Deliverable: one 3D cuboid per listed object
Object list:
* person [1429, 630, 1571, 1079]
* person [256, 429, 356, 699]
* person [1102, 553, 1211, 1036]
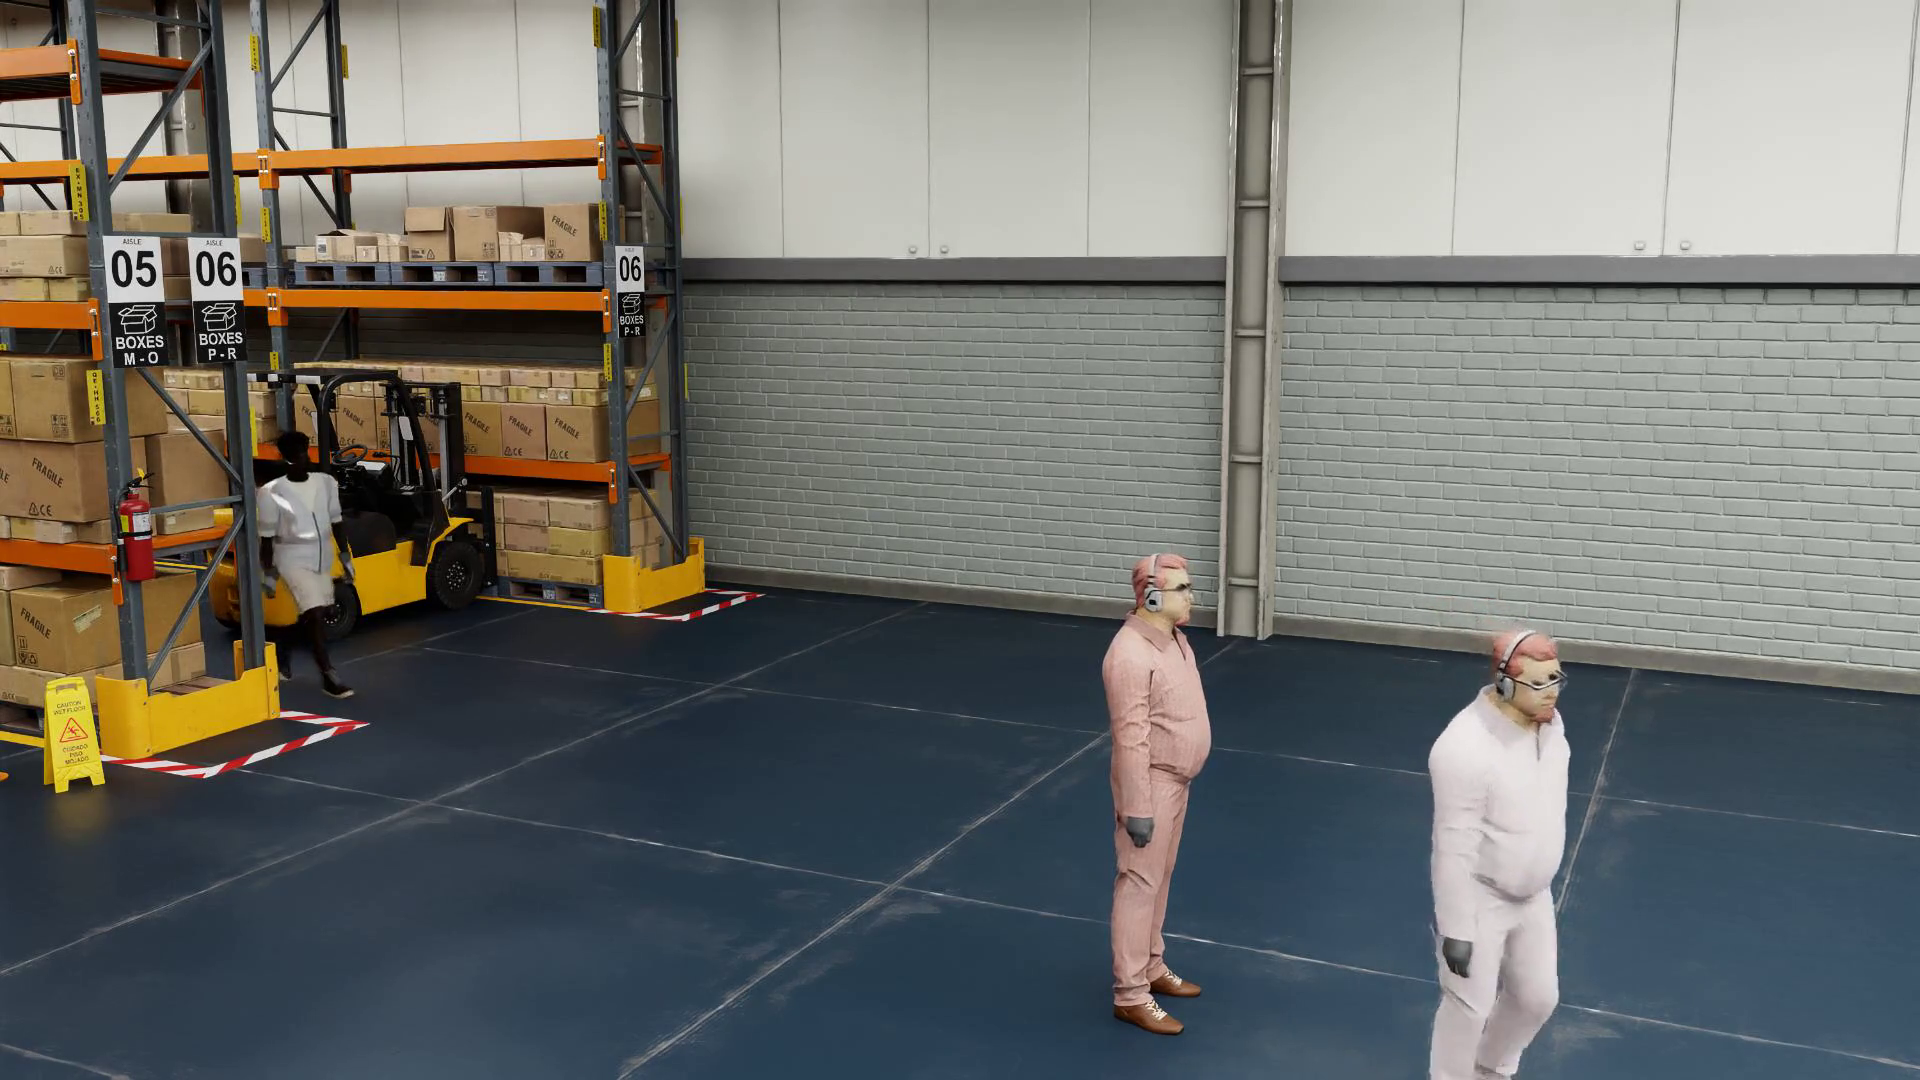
[{"bbox_3d":[1.802,1.199,5.612,0.670,1.878,0.467,-7,11,-35],"label":"person"},{"bbox_3d":[-4.713,0.150,11.885,0.899,1.918,0.650,6,11,32],"label":"person"},{"bbox_3d":[0.803,0.996,6.714,0.410,1.913,0.642,3,10,20],"label":"person"}]
